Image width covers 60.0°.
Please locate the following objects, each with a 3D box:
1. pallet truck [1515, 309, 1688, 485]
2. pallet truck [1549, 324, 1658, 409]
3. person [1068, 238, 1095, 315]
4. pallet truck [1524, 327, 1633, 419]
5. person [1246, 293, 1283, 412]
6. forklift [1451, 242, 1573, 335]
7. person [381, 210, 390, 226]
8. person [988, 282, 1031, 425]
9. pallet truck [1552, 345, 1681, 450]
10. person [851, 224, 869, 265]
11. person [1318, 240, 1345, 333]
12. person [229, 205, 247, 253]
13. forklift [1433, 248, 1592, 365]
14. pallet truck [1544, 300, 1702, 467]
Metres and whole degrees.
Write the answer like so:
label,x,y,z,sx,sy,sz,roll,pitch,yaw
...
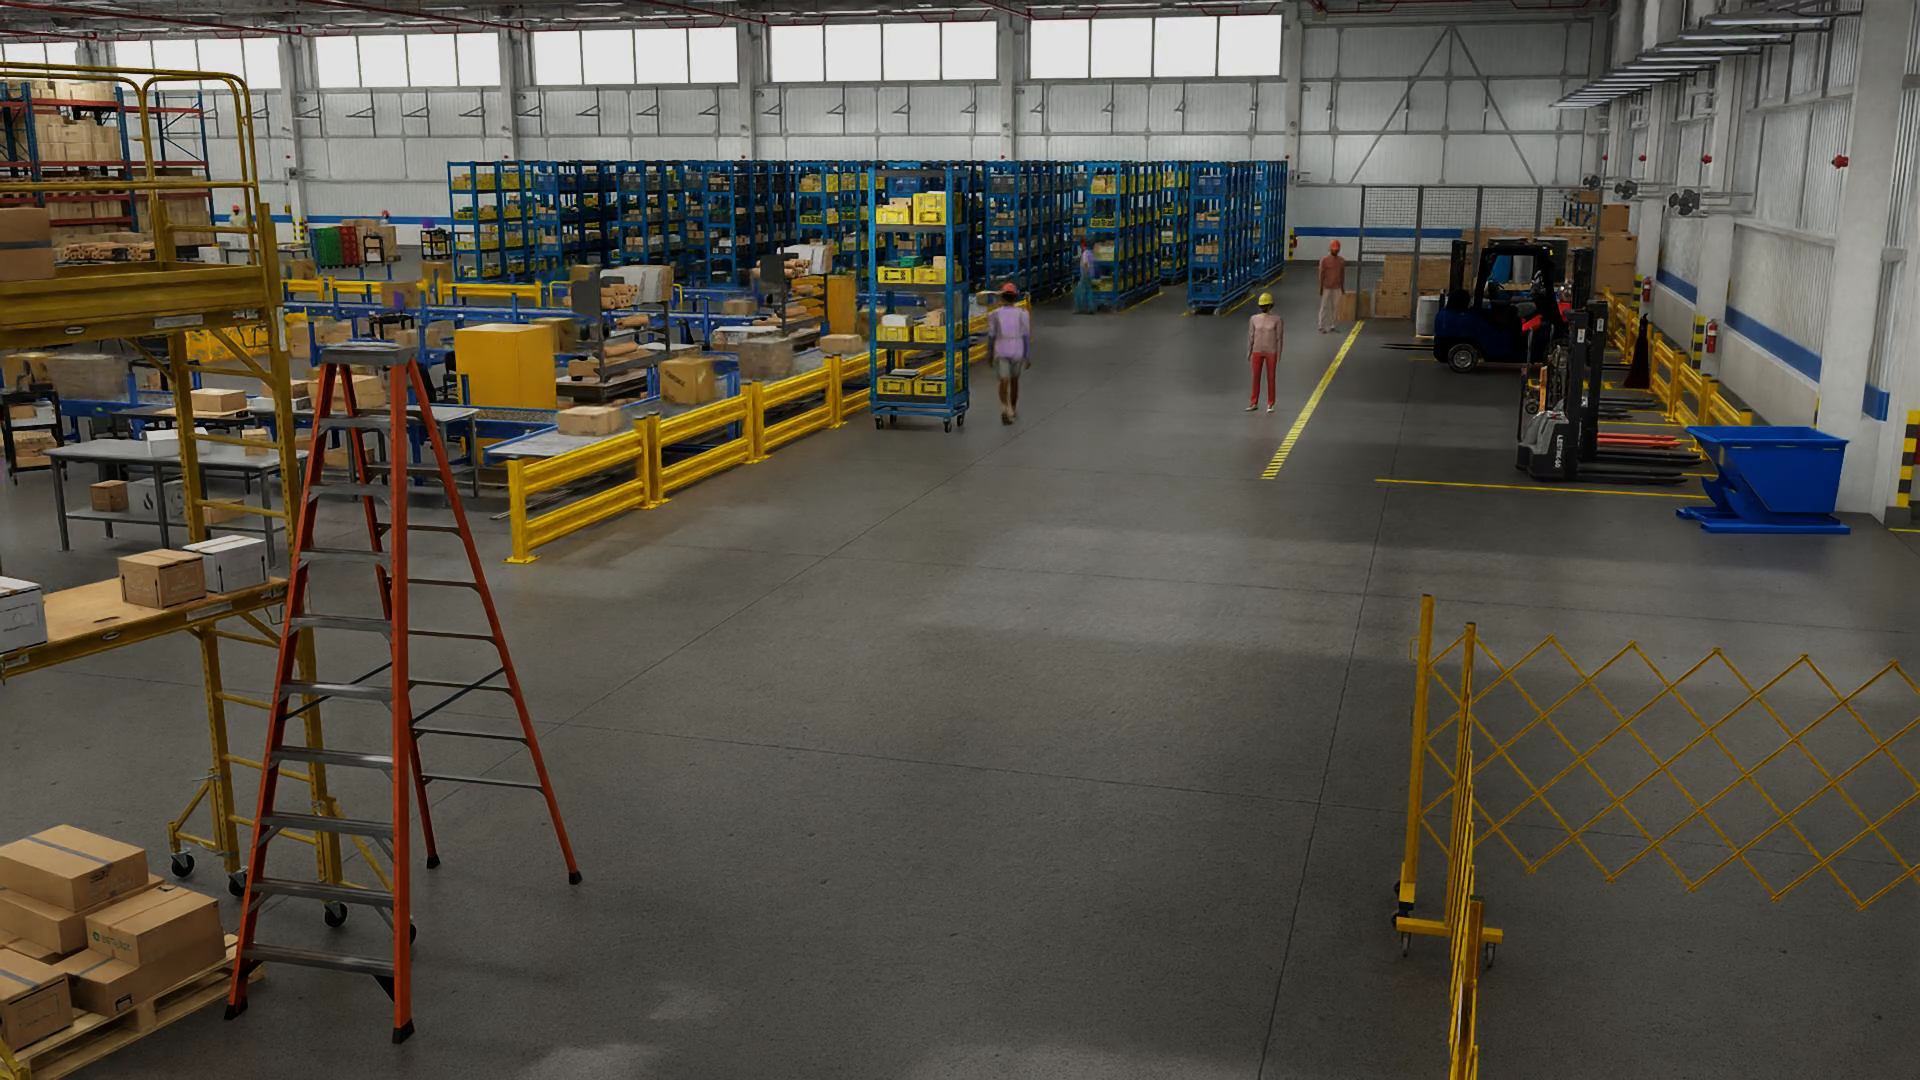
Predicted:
label,x,y,z,sx,sy,sz,roll,pitch,yaw
pallet truck,7.554,-1.677,19.446,1.885,1.965,0.823,3,13,14
pallet truck,9.824,-2.669,25.407,1.601,1.201,0.680,4,14,16
person,2.896,-6.296,39.777,0.754,1.816,0.611,3,13,13
pallet truck,9.065,-2.460,24.370,1.522,1.261,0.704,3,13,14
person,4.525,-2.782,24.724,0.535,1.767,0.315,6,15,26
forklift,10.464,-4.597,31.405,2.680,1.987,1.157,4,14,16
person,-21.554,-11.499,62.416,0.414,1.742,0.563,-4,14,-17
person,0.706,-2.660,23.693,0.609,2.003,0.996,0,13,0
pallet truck,8.641,-1.896,21.908,1.630,1.274,0.653,4,14,16
person,-2.994,-8.564,49.553,0.599,1.830,0.404,-4,14,-17
person,7.988,-5.430,35.690,0.633,1.992,0.402,-4,14,-16
person,-26.487,-11.289,61.021,0.649,1.964,0.745,-3,13,-14
forklift,9.780,-4.111,29.280,2.680,1.987,1.157,3,13,14
pallet truck,8.263,-1.952,20.631,1.885,1.965,0.823,5,14,20
